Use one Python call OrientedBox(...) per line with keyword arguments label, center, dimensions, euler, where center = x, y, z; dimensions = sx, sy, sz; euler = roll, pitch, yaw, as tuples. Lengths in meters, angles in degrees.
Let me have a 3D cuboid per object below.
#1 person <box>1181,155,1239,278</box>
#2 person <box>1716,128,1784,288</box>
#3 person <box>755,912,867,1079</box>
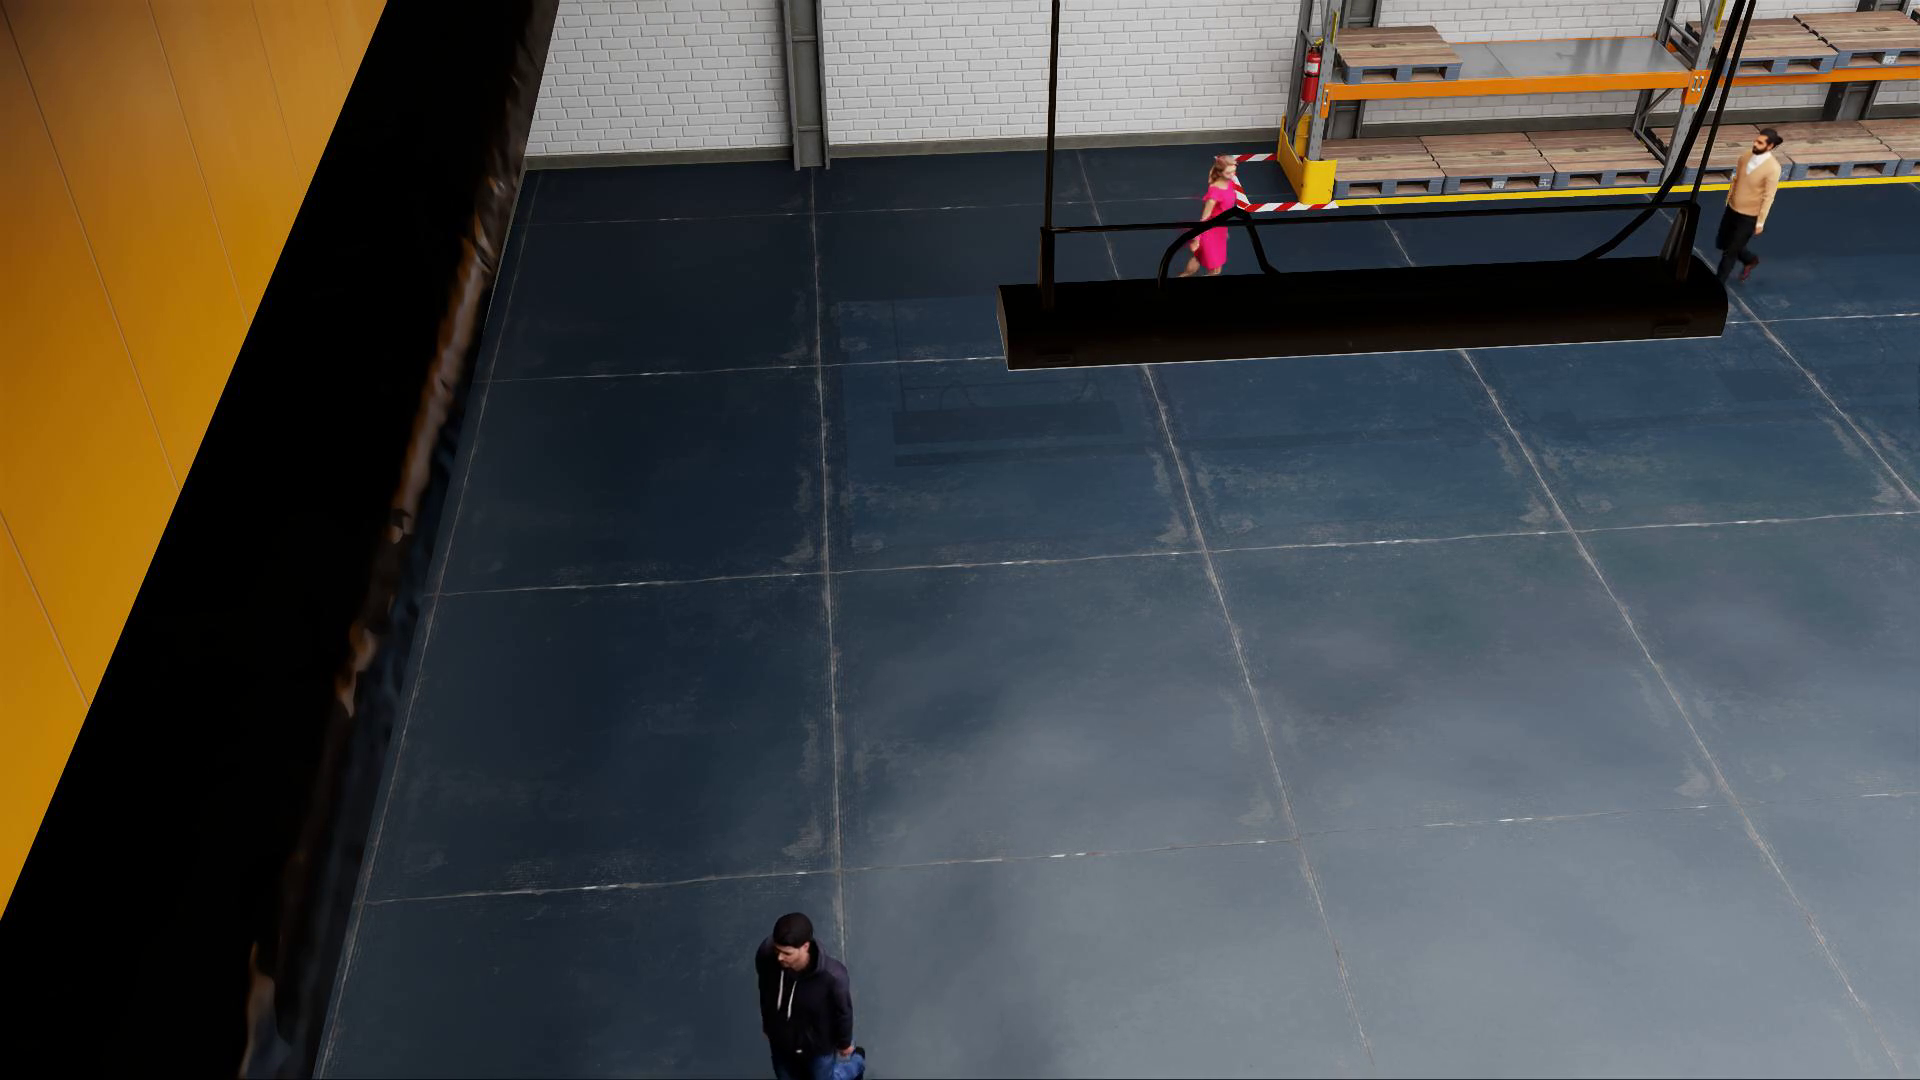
OrientedBox(label="person", center=(2.289, -2.864, 15.553), dimensions=(0.932, 1.690, 0.842), euler=(14, 41, 17))
OrientedBox(label="person", center=(7.515, -3.095, 15.807), dimensions=(1.066, 1.735, 0.815), euler=(-12, 40, -15))
OrientedBox(label="person", center=(-0.764, 2.517, 8.667), dimensions=(1.021, 1.875, 1.029), euler=(19, 42, 22))
